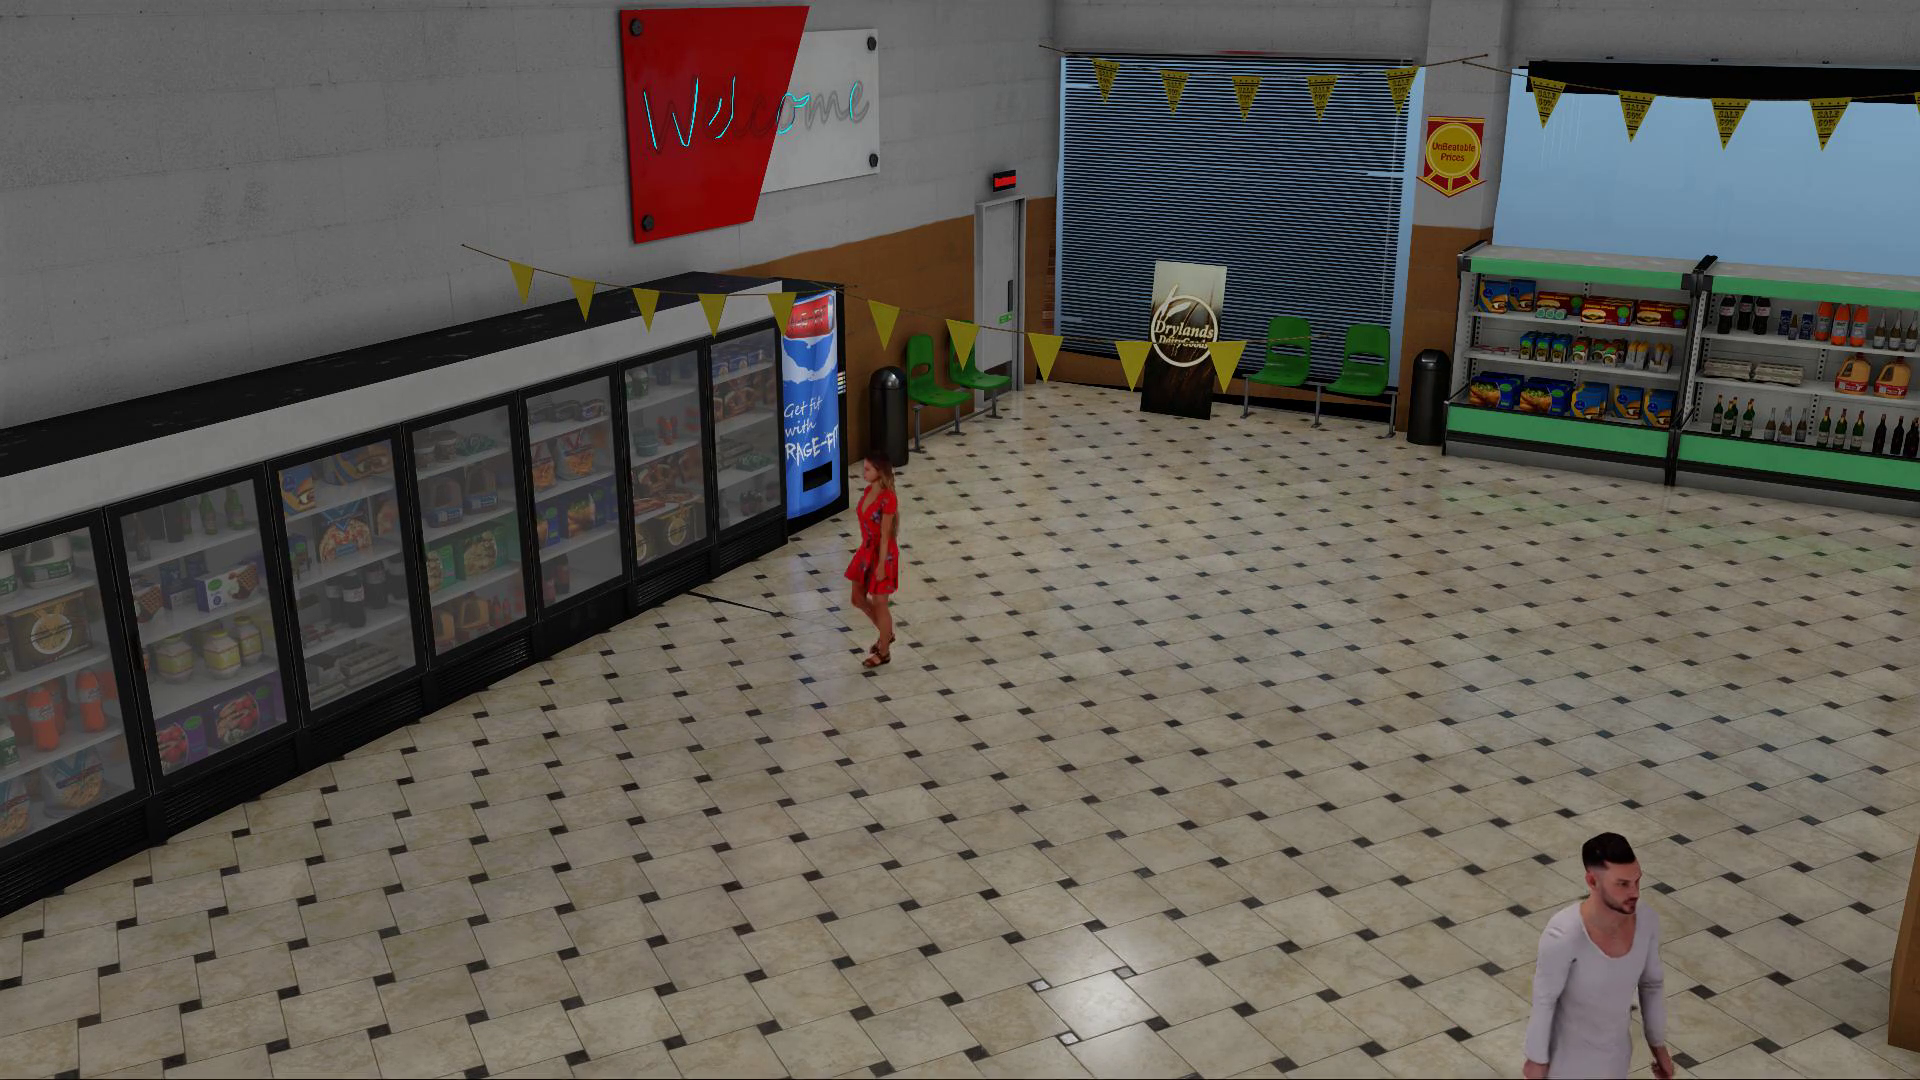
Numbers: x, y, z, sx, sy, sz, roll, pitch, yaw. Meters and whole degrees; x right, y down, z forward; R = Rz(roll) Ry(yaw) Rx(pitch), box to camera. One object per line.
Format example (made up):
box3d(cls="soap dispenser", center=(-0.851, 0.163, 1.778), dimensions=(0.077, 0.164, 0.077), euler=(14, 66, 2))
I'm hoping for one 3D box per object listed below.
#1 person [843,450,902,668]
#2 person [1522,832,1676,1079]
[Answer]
box3d(cls="person", center=(-0.504, 0.130, 11.711), dimensions=(0.769, 1.584, 0.706), euler=(-11, 21, -29))
box3d(cls="person", center=(2.280, 1.875, 6.200), dimensions=(1.062, 1.799, 1.249), euler=(-10, 21, -27))
